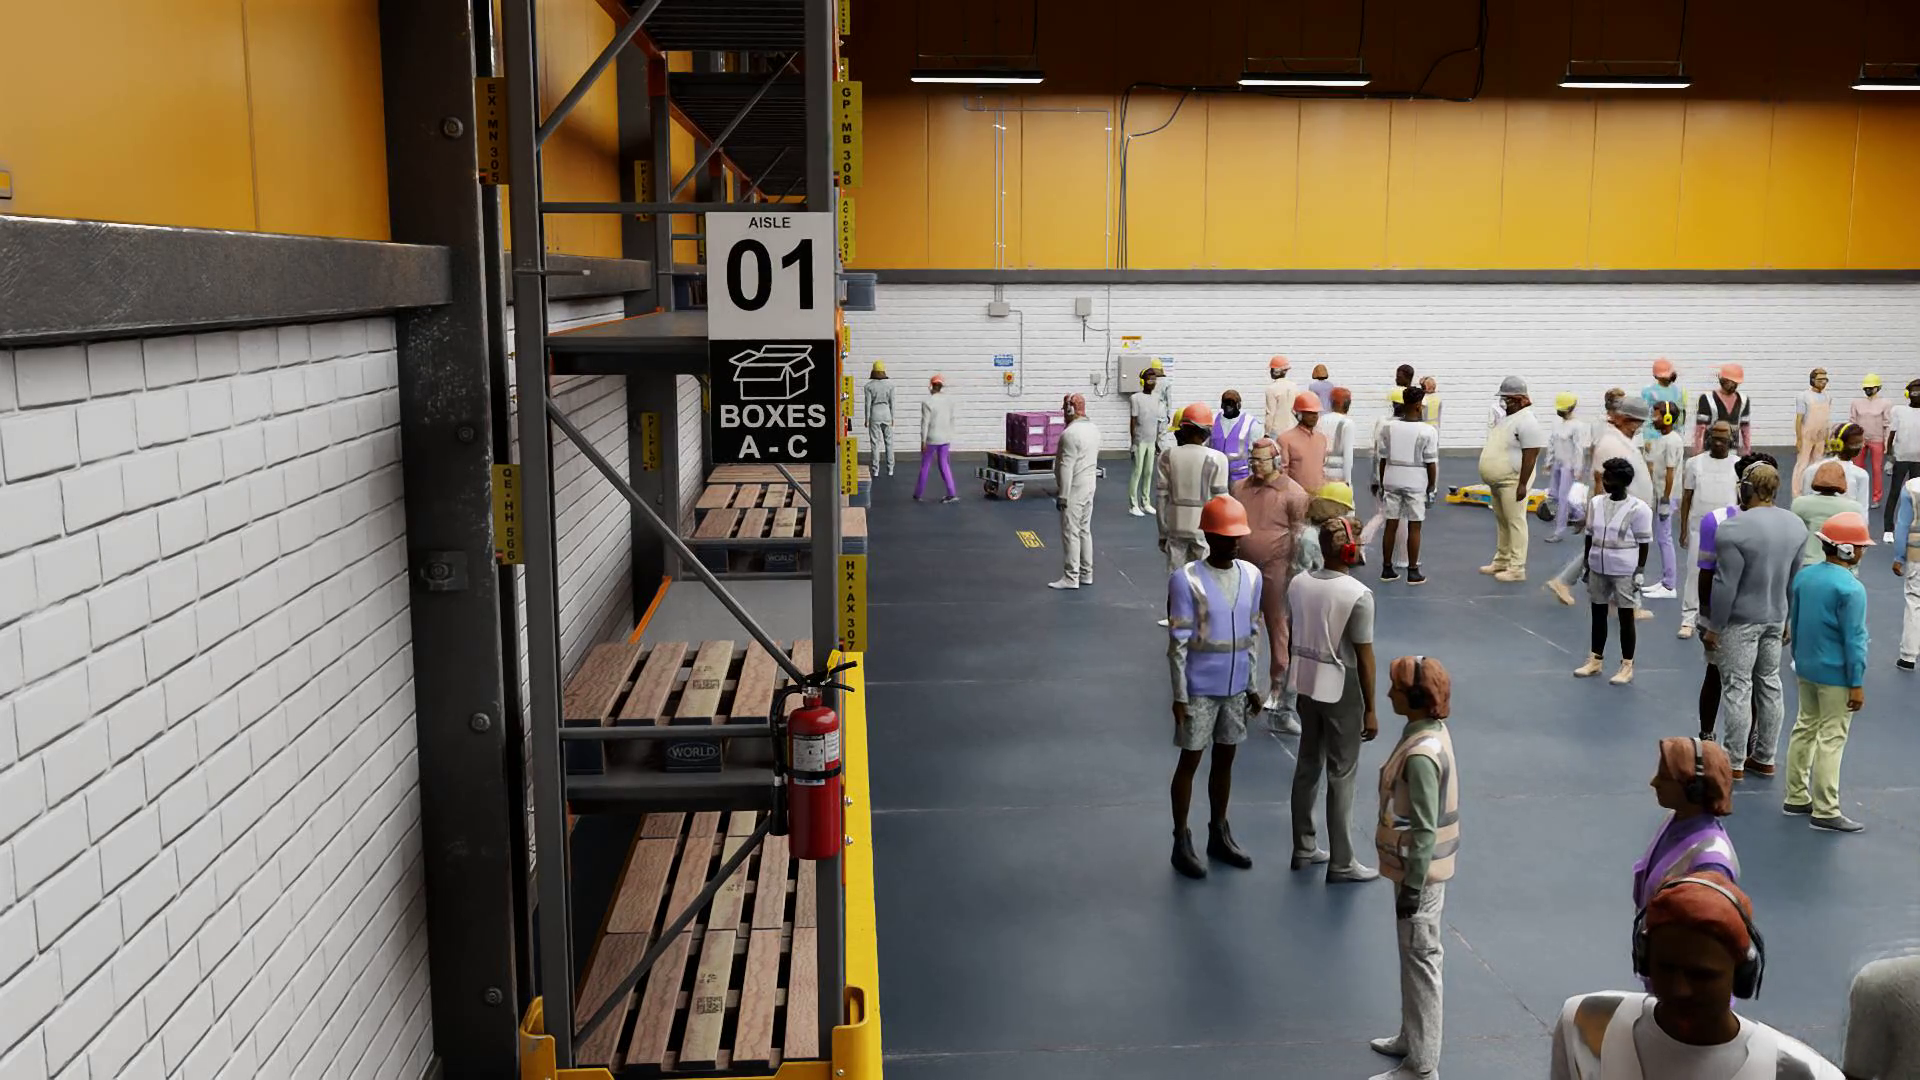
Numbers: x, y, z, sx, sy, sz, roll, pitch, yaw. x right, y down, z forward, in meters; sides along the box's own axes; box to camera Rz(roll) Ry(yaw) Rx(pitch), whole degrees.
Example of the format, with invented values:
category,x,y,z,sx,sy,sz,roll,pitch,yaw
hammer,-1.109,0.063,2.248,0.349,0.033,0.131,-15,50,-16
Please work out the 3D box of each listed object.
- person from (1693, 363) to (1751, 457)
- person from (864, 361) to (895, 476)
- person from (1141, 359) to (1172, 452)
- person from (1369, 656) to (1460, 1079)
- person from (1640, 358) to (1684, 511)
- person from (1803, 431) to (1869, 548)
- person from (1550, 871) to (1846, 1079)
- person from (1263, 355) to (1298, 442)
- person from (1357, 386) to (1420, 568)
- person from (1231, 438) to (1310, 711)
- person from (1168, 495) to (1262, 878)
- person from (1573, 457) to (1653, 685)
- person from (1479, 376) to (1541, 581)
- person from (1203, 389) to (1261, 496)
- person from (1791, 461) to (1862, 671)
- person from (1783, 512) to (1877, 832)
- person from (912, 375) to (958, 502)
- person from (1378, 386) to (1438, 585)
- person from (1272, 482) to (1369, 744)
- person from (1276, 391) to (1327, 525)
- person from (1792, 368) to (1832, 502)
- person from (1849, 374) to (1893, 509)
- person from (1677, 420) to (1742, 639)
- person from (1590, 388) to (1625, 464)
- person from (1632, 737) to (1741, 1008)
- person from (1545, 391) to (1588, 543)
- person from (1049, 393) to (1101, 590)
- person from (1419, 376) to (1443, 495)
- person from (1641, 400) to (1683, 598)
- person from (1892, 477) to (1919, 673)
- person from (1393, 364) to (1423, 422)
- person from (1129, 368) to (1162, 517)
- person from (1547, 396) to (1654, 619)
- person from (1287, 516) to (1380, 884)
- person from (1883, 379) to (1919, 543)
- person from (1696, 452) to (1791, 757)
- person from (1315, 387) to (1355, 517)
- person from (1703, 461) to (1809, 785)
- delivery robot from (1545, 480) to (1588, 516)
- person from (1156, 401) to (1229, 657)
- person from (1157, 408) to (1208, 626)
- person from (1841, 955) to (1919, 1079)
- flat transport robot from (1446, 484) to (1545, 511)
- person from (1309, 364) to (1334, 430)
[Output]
category,x,y,z,sx,sy,sz,roll,pitch,yaw
person,9.049,-1.109,19.778,0.640,2.011,0.567,0,9,-2
person,-1.221,-1.845,25.229,0.483,1.745,0.304,-3,10,-19
person,3.039,-1.943,25.851,0.492,1.742,0.319,0,9,-1
person,1.701,1.235,6.217,0.307,1.639,0.525,3,9,16
person,8.951,-1.327,21.227,0.677,2.000,0.469,-3,10,-19
person,7.506,-0.097,14.254,0.347,1.743,0.565,-6,11,-33
person,1.427,1.571,3.339,0.587,1.883,0.342,7,12,38
person,4.162,-1.415,21.744,0.622,1.993,0.386,-8,12,-42
person,4.435,-0.630,17.102,0.742,1.905,0.596,-6,11,-31
person,2.115,0.232,11.689,0.649,1.906,0.409,9,12,43
person,1.311,0.732,8.443,0.547,1.939,0.376,-5,10,-27
person,4.861,0.225,12.371,0.317,1.698,0.540,-6,11,-34
person,5.451,-0.617,16.593,0.538,2.000,0.690,0,9,-3
person,2.872,-0.687,17.699,0.623,1.835,0.431,5,10,28
person,6.566,0.212,12.663,0.509,1.631,0.268,7,11,36
person,4.795,0.712,9.142,0.331,1.750,0.572,-1,9,-5
person,-0.320,-1.352,22.301,0.626,1.700,0.738,-7,12,-39
person,4.400,-0.538,16.372,0.598,1.958,0.372,6,11,35
person,2.416,0.474,10.833,0.793,1.691,0.513,6,11,32
person,3.104,-0.351,15.060,0.610,1.996,0.379,-7,11,-36
person,11.000,-1.293,21.447,0.508,1.846,0.345,-3,9,-16
person,11.845,-1.284,21.682,0.342,1.761,0.528,-8,12,-43
person,6.245,-0.074,13.800,0.506,1.844,0.345,4,10,26
person,6.911,-0.696,17.696,0.512,1.845,0.340,-5,10,-29
person,2.235,1.404,5.147,0.313,1.642,0.513,2,9,11
person,6.934,-0.835,18.898,0.571,1.743,0.575,-2,9,-10
person,1.114,-0.475,16.164,0.400,1.895,0.654,5,10,28
person,6.448,-1.436,22.983,0.513,1.642,0.311,-6,11,-32
person,6.646,-0.384,15.695,0.314,1.861,0.511,3,10,20
person,7.436,0.118,12.660,0.601,1.824,0.403,3,10,18
person,5.636,-1.254,20.983,0.393,1.916,0.590,-2,9,-12
person,2.356,-1.238,21.023,0.513,1.872,0.331,-7,12,-39
person,5.744,-0.339,14.845,0.880,2.000,0.699,5,10,27
person,1.854,0.795,8.333,0.389,1.846,0.566,-6,11,-32
person,10.769,-0.892,18.846,0.521,1.874,0.328,2,9,10
person,4.811,0.439,10.195,0.603,1.966,0.368,-1,9,-3
person,3.942,-0.689,17.609,0.664,1.860,0.592,-6,11,-31
person,4.725,0.493,9.941,0.635,1.939,0.367,-3,10,-20
delivery robot,7.534,-0.526,20.379,0.707,0.478,0.477,-3,10,-20
person,1.848,-0.072,13.158,0.608,2.045,0.392,6,11,33
person,1.947,-0.168,14.149,0.383,1.921,0.585,-4,10,-24
person,2.225,1.547,3.709,0.521,1.813,0.969,1,9,9
flat transport robot,7.182,-0.567,21.814,0.652,0.197,1.431,-8,12,-40
person,5.677,-1.954,26.263,0.499,1.633,0.286,-6,11,-32
